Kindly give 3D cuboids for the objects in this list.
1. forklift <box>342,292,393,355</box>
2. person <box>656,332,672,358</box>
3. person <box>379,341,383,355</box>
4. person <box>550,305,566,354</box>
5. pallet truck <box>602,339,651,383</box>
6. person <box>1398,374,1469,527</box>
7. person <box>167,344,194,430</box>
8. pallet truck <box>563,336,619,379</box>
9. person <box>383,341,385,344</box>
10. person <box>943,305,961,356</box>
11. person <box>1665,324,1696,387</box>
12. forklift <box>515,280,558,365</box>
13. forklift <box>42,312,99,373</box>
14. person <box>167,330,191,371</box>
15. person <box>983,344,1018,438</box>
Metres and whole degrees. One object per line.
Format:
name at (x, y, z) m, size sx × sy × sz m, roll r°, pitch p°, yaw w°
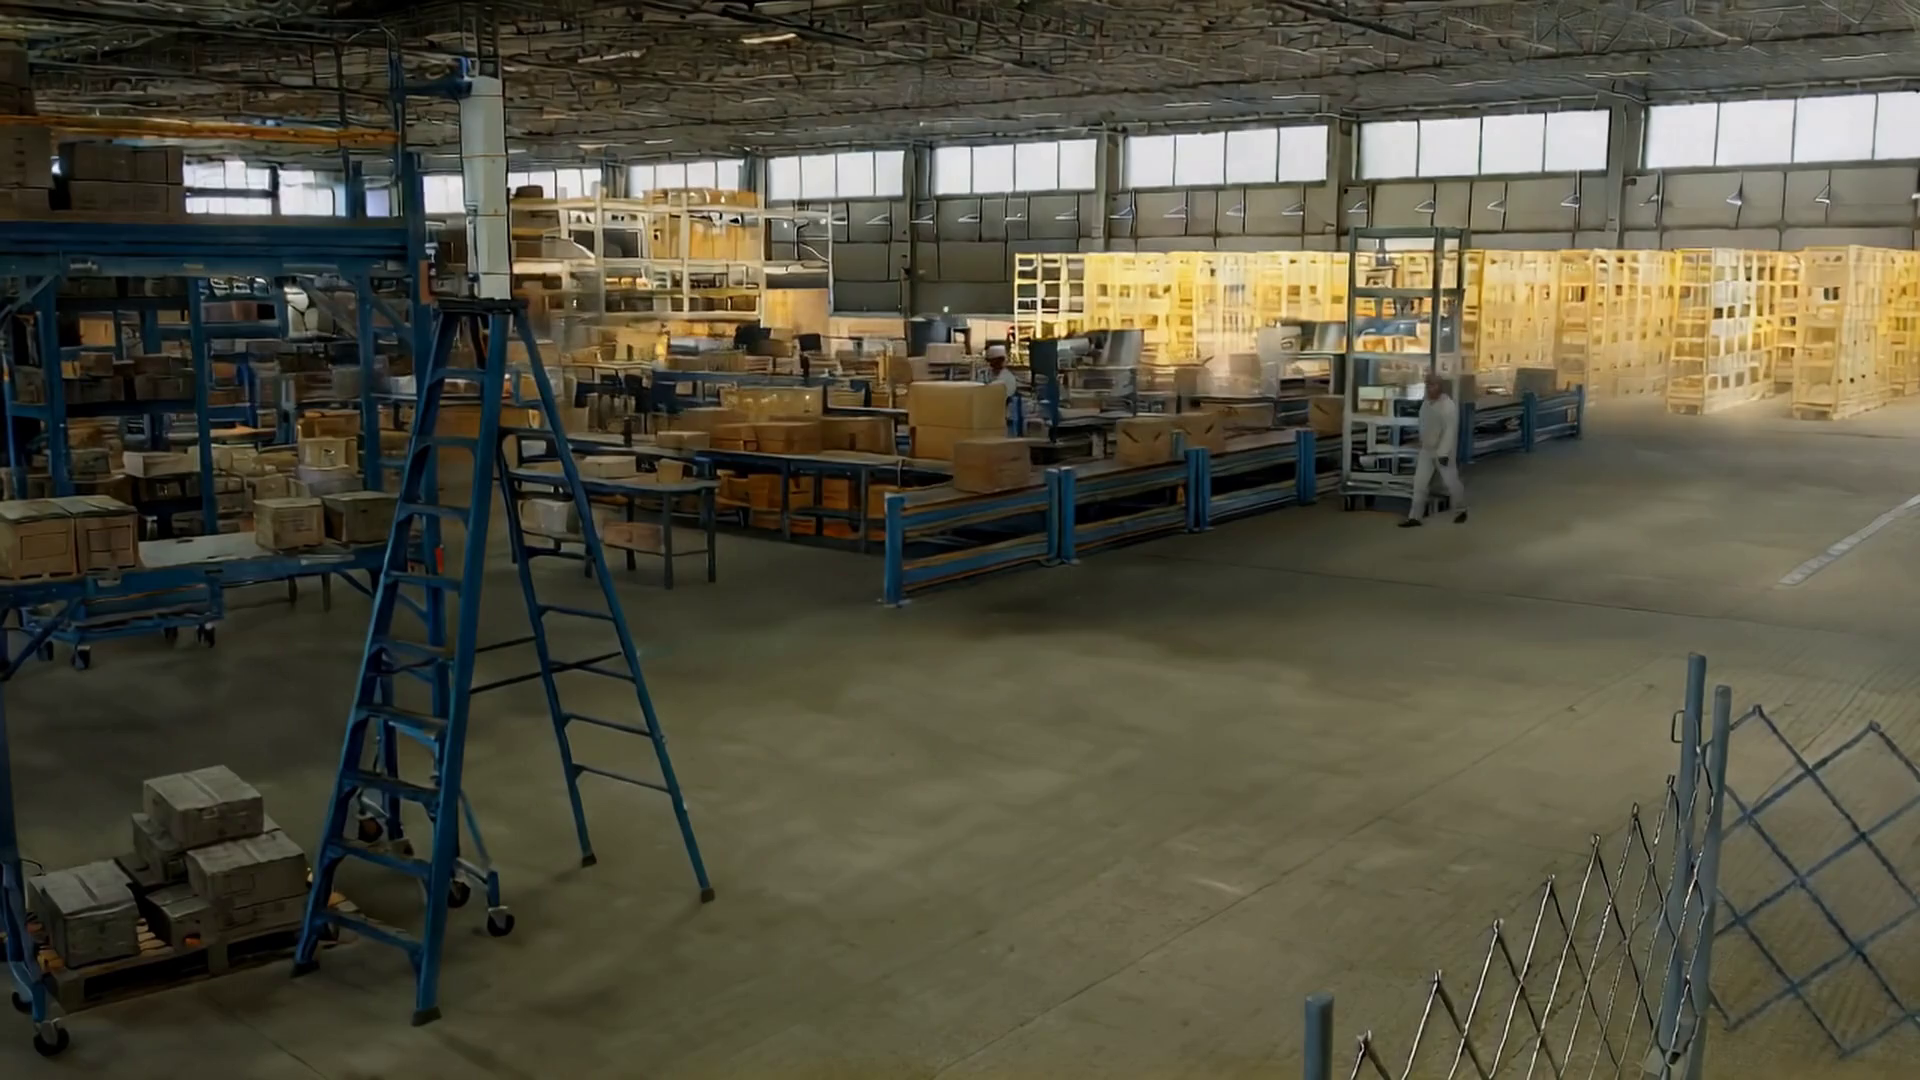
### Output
forklift at (-16.485, -5.622, 45.120) m, size 1.129 × 2.768 × 1.873 m, roll 7°, pitch 11°, yaw 37°
person at (-7.303, -4.442, 41.308) m, size 0.770 × 1.739 × 0.529 m, roll 4°, pitch 10°, yaw 26°
person at (-14.979, -4.705, 42.552) m, size 0.922 × 1.879 × 0.571 m, roll 0°, pitch 9°, yaw 1°
person at (-13.572, -6.911, 55.915) m, size 0.611 × 1.996 × 0.379 m, roll -2°, pitch 9°, yaw -11°
pallet truck at (-8.991, -4.871, 45.351) m, size 0.653 × 1.274 × 1.630 m, roll 7°, pitch 11°, yaw 37°
person at (5.788, -1.076, 19.996) m, size 1.009 × 1.855 × 0.649 m, roll -5°, pitch 10°, yaw -30°
person at (-13.937, -2.595, 29.657) m, size 0.621 × 1.776 × 0.956 m, roll 7°, pitch 12°, yaw 39°
pallet truck at (-10.690, -5.294, 48.215) m, size 1.601 × 1.201 × 0.680 m, roll -5°, pitch 10°, yaw -26°
person at (-17.664, -5.902, 50.365) m, size 0.518 × 1.757 × 0.339 m, roll -8°, pitch 12°, yaw -40°
person at (-0.434, -7.672, 61.034) m, size 1.040 × 1.881 × 0.608 m, roll 2°, pitch 9°, yaw 14°
person at (19.057, -4.835, 43.707) m, size 0.568 × 1.758 × 1.050 m, roll -9°, pitch 12°, yaw -43°
forklift at (-13.735, -6.972, 53.545) m, size 1.873 × 2.768 × 1.129 m, roll 1°, pitch 9°, yaw 6°
forklift at (-23.779, -5.451, 44.052) m, size 1.873 × 2.768 × 1.129 m, roll 7°, pitch 11°, yaw 36°
person at (-18.589, -4.147, 39.594) m, size 0.538 × 1.695 × 0.320 m, roll -2°, pitch 9°, yaw -11°
person at (0.522, -1.736, 23.469) m, size 0.616 × 2.041 × 0.377 m, roll 8°, pitch 12°, yaw 42°
